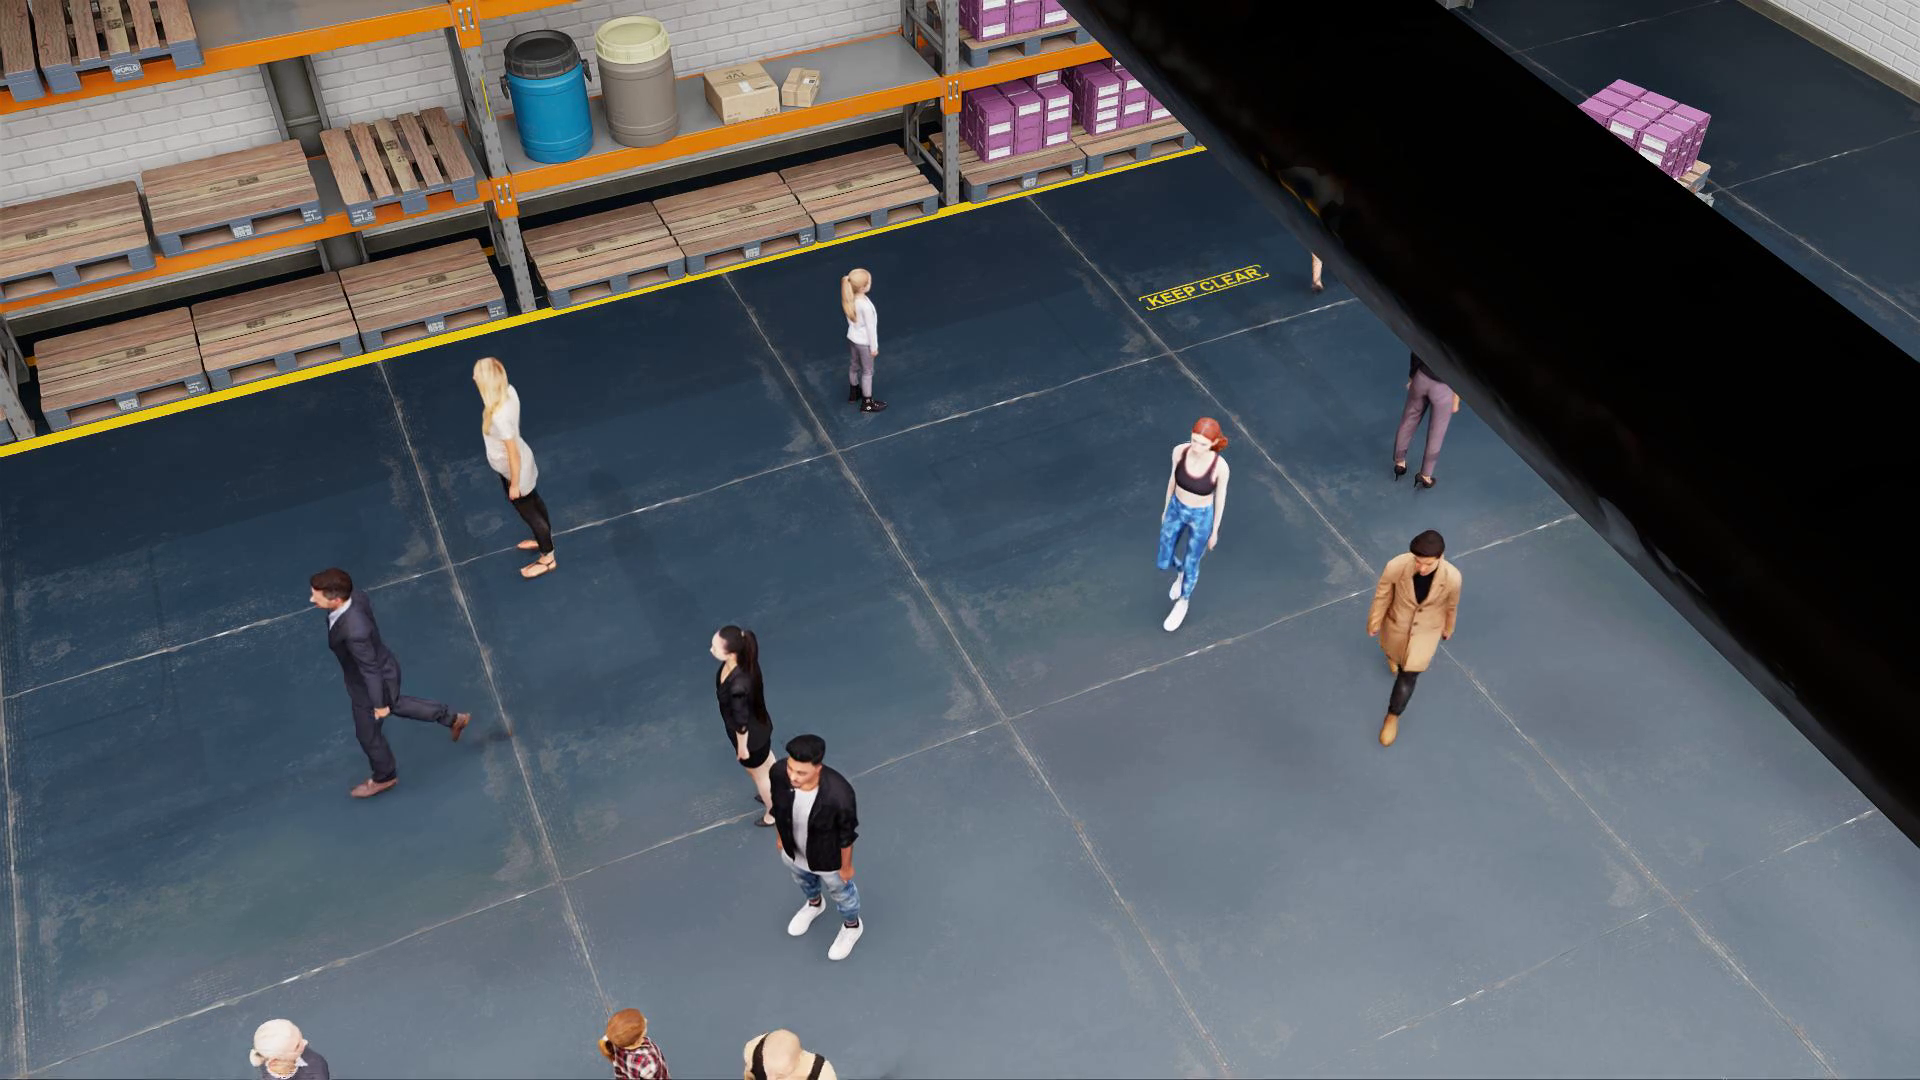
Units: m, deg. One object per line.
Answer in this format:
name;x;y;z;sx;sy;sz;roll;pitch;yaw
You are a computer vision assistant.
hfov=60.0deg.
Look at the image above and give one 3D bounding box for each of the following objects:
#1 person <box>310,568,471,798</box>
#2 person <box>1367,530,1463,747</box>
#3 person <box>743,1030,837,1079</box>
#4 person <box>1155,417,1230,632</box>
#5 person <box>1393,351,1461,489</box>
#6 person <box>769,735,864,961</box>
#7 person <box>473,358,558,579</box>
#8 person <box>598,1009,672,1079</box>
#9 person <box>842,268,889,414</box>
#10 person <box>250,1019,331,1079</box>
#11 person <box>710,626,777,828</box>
person;-3.470;0.812;10.018;1.056;1.840;0.682;-15;46;-15
person;2.870;0.459;10.506;1.127;1.678;1.194;14;45;14
person;-0.761;2.701;8.084;0.998;1.774;1.045;15;46;15
person;1.570;-0.161;11.084;0.755;1.779;0.825;24;49;23
person;3.433;-1.063;12.113;0.664;1.666;0.644;34;53;30
person;-0.778;1.643;9.171;0.790;1.806;0.801;23;48;23
person;-3.039;-0.509;11.415;0.600;1.825;0.653;-9;44;-9
person;-1.597;2.750;8.372;0.603;1.305;0.624;33;52;30
person;-0.771;-1.563;12.919;0.526;1.278;0.524;-25;49;-24
person;-3.226;2.824;8.008;0.934;1.700;0.687;-14;45;-15
person;-1.233;1.097;9.825;0.654;1.693;0.661;-4;44;-4
